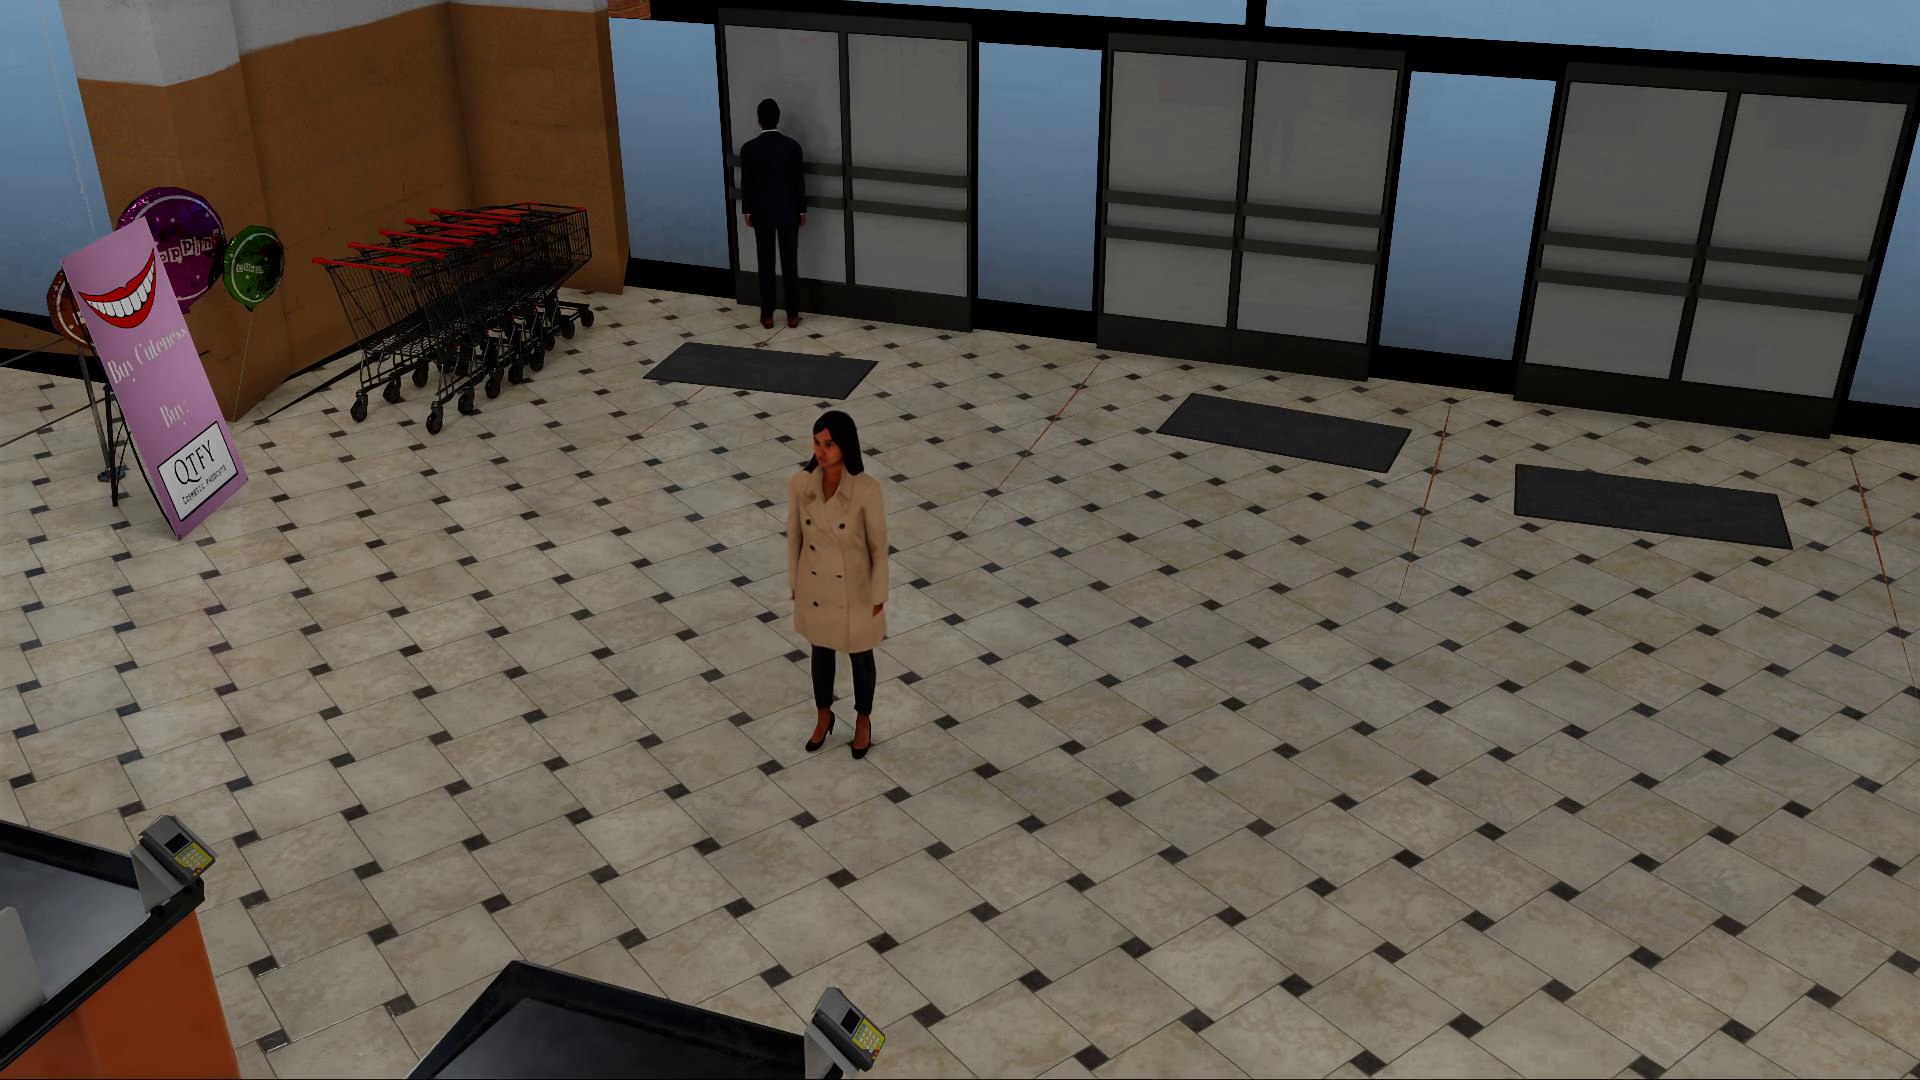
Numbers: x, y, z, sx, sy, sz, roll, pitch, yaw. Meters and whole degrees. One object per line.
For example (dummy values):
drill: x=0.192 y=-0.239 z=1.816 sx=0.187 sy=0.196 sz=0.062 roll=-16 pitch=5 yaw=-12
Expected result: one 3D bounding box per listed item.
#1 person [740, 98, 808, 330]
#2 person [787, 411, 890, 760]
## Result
person: x=-1.395 y=-2.450 z=12.562 sx=0.707 sy=1.723 sz=0.676 roll=-3 pitch=27 yaw=-5
person: x=-0.535 y=0.211 z=7.362 sx=0.624 sy=1.681 sz=0.516 roll=10 pitch=28 yaw=18
